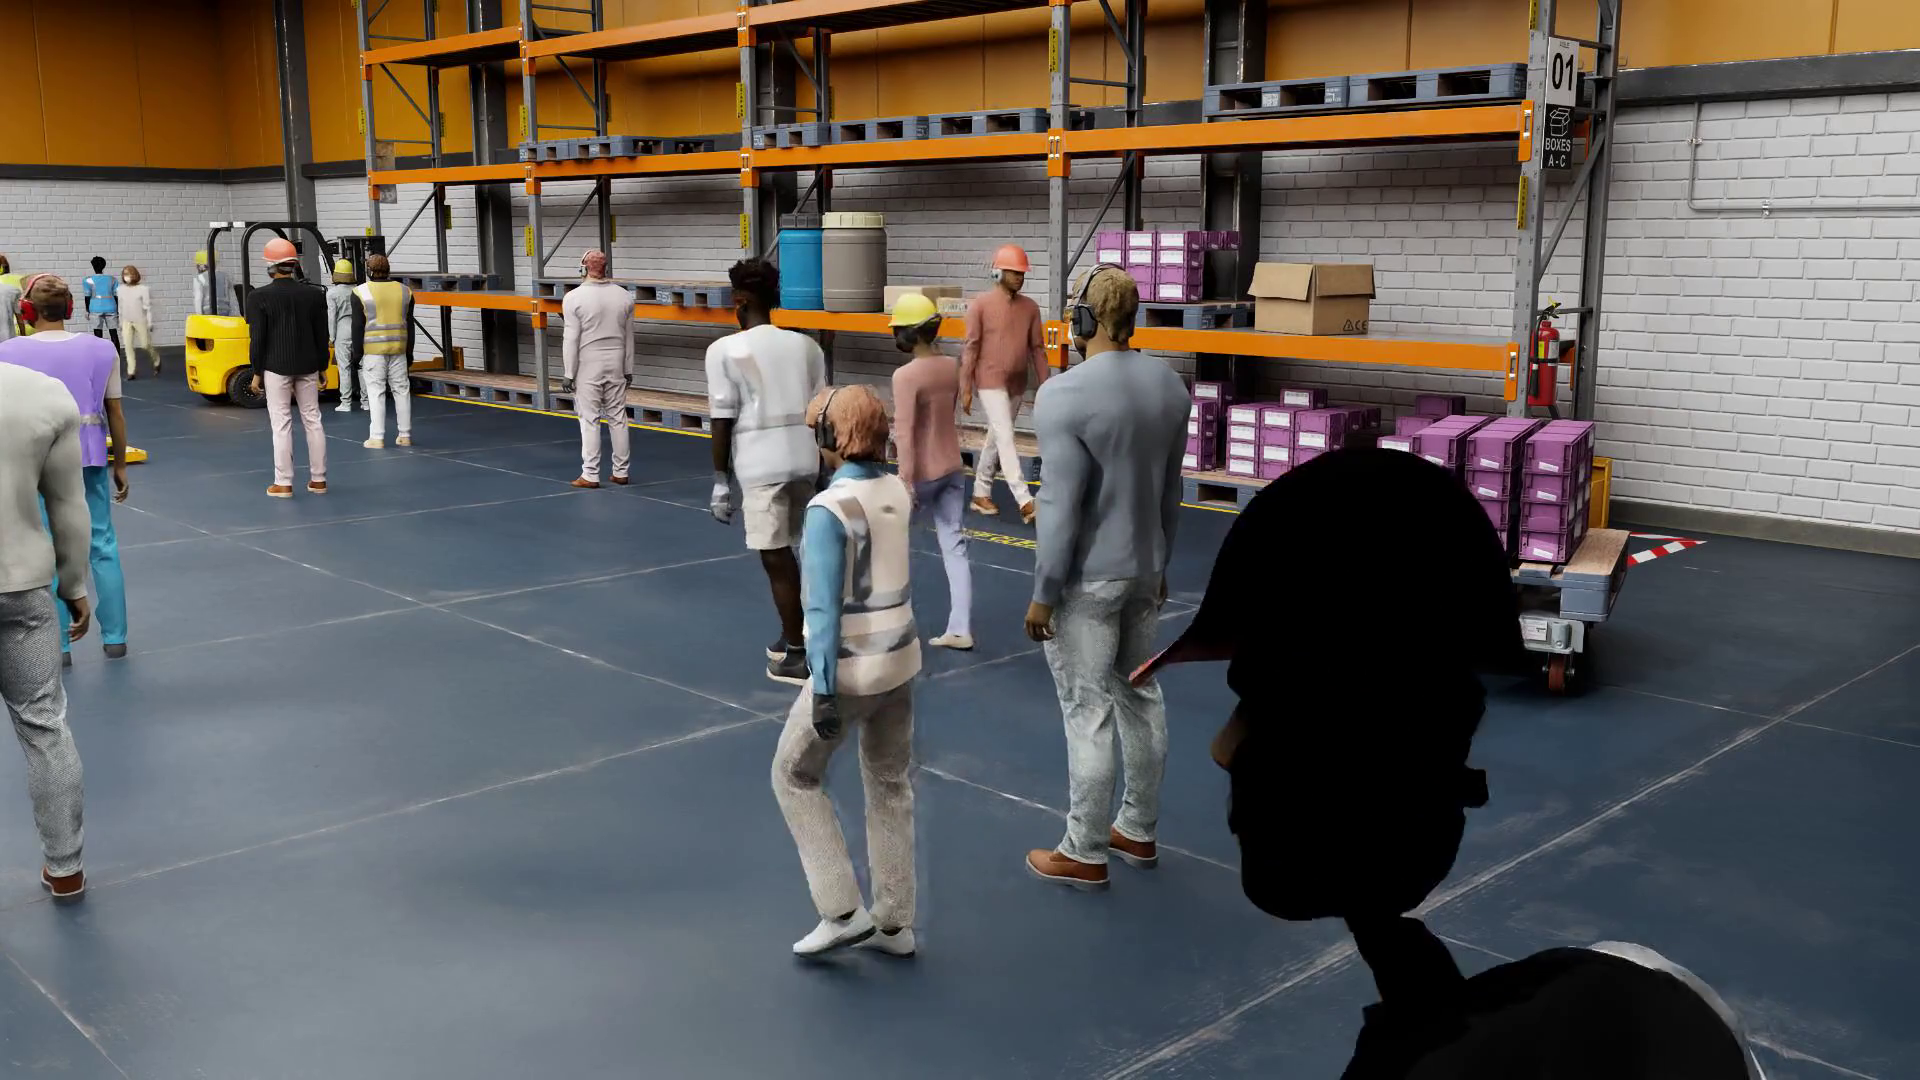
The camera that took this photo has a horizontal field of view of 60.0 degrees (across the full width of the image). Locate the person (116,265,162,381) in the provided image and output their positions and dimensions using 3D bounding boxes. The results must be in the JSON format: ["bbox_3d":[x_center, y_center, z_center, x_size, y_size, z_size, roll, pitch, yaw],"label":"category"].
[{"bbox_3d":[-11.586,-3.066,23.444,0.504,1.612,0.704,1,10,3],"label":"person"}]

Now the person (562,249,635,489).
[{"bbox_3d":[-2.919,-1.370,13.381,0.650,1.907,0.409,-10,14,-44],"label":"person"}]

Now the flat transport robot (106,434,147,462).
[{"bbox_3d":[-7.964,-0.758,14.507,1.431,0.197,0.652,-10,14,-44],"label":"flat transport robot"}]

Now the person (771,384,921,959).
[{"bbox_3d":[-0.292,0.381,4.629,0.438,1.619,0.522,5,12,27],"label":"person"}]

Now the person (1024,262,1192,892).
[{"bbox_3d":[0.444,0.119,5.172,0.635,1.939,0.366,-10,14,-44],"label":"person"}]

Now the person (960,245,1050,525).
[{"bbox_3d":[0.371,-1.092,11.749,0.637,1.937,1.059,-8,13,-36],"label":"person"}]

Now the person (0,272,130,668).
[{"bbox_3d":[-4.207,-0.323,7.822,0.570,1.849,0.384,-10,14,-44],"label":"person"}]

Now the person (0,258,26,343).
[{"bbox_3d":[-9.304,-1.848,16.086,0.531,1.871,0.322,-10,14,-44],"label":"person"}]

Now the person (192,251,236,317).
[{"bbox_3d":[-10.549,-3.177,23.582,0.434,1.787,0.705,6,12,29],"label":"person"}]

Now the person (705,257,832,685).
[{"bbox_3d":[-0.858,-0.315,7.584,0.650,1.923,0.610,10,14,43],"label":"person"}]

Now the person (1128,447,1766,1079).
[{"bbox_3d":[0.264,0.881,1.074,0.420,1.929,0.558,10,14,43],"label":"person"}]

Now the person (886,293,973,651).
[{"bbox_3d":[-0.222,-0.321,8.127,0.702,1.744,0.546,8,13,37],"label":"person"}]

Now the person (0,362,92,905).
[{"bbox_3d":[-2.880,0.173,4.881,0.635,1.939,0.366,-10,14,-44],"label":"person"}]

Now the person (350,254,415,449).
[{"bbox_3d":[-5.508,-1.796,15.880,0.632,1.843,0.429,-10,14,-44],"label":"person"}]

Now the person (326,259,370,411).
[{"bbox_3d":[-7.057,-2.356,19.200,0.492,1.746,0.285,-10,14,-44],"label":"person"}]

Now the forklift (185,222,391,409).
[{"bbox_3d":[-8.169,-2.758,20.163,2.313,2.155,1.214,-10,14,-44],"label":"forklift"}]

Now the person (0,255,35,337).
[{"bbox_3d":[-10.776,-2.329,18.922,0.646,1.805,0.642,5,12,25],"label":"person"}]

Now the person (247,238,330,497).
[{"bbox_3d":[-5.202,-1.330,12.915,0.621,1.997,0.372,-10,14,-44],"label":"person"}]

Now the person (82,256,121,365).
[{"bbox_3d":[-13.317,-3.549,25.835,0.539,1.696,0.317,-10,14,-44],"label":"person"}]
